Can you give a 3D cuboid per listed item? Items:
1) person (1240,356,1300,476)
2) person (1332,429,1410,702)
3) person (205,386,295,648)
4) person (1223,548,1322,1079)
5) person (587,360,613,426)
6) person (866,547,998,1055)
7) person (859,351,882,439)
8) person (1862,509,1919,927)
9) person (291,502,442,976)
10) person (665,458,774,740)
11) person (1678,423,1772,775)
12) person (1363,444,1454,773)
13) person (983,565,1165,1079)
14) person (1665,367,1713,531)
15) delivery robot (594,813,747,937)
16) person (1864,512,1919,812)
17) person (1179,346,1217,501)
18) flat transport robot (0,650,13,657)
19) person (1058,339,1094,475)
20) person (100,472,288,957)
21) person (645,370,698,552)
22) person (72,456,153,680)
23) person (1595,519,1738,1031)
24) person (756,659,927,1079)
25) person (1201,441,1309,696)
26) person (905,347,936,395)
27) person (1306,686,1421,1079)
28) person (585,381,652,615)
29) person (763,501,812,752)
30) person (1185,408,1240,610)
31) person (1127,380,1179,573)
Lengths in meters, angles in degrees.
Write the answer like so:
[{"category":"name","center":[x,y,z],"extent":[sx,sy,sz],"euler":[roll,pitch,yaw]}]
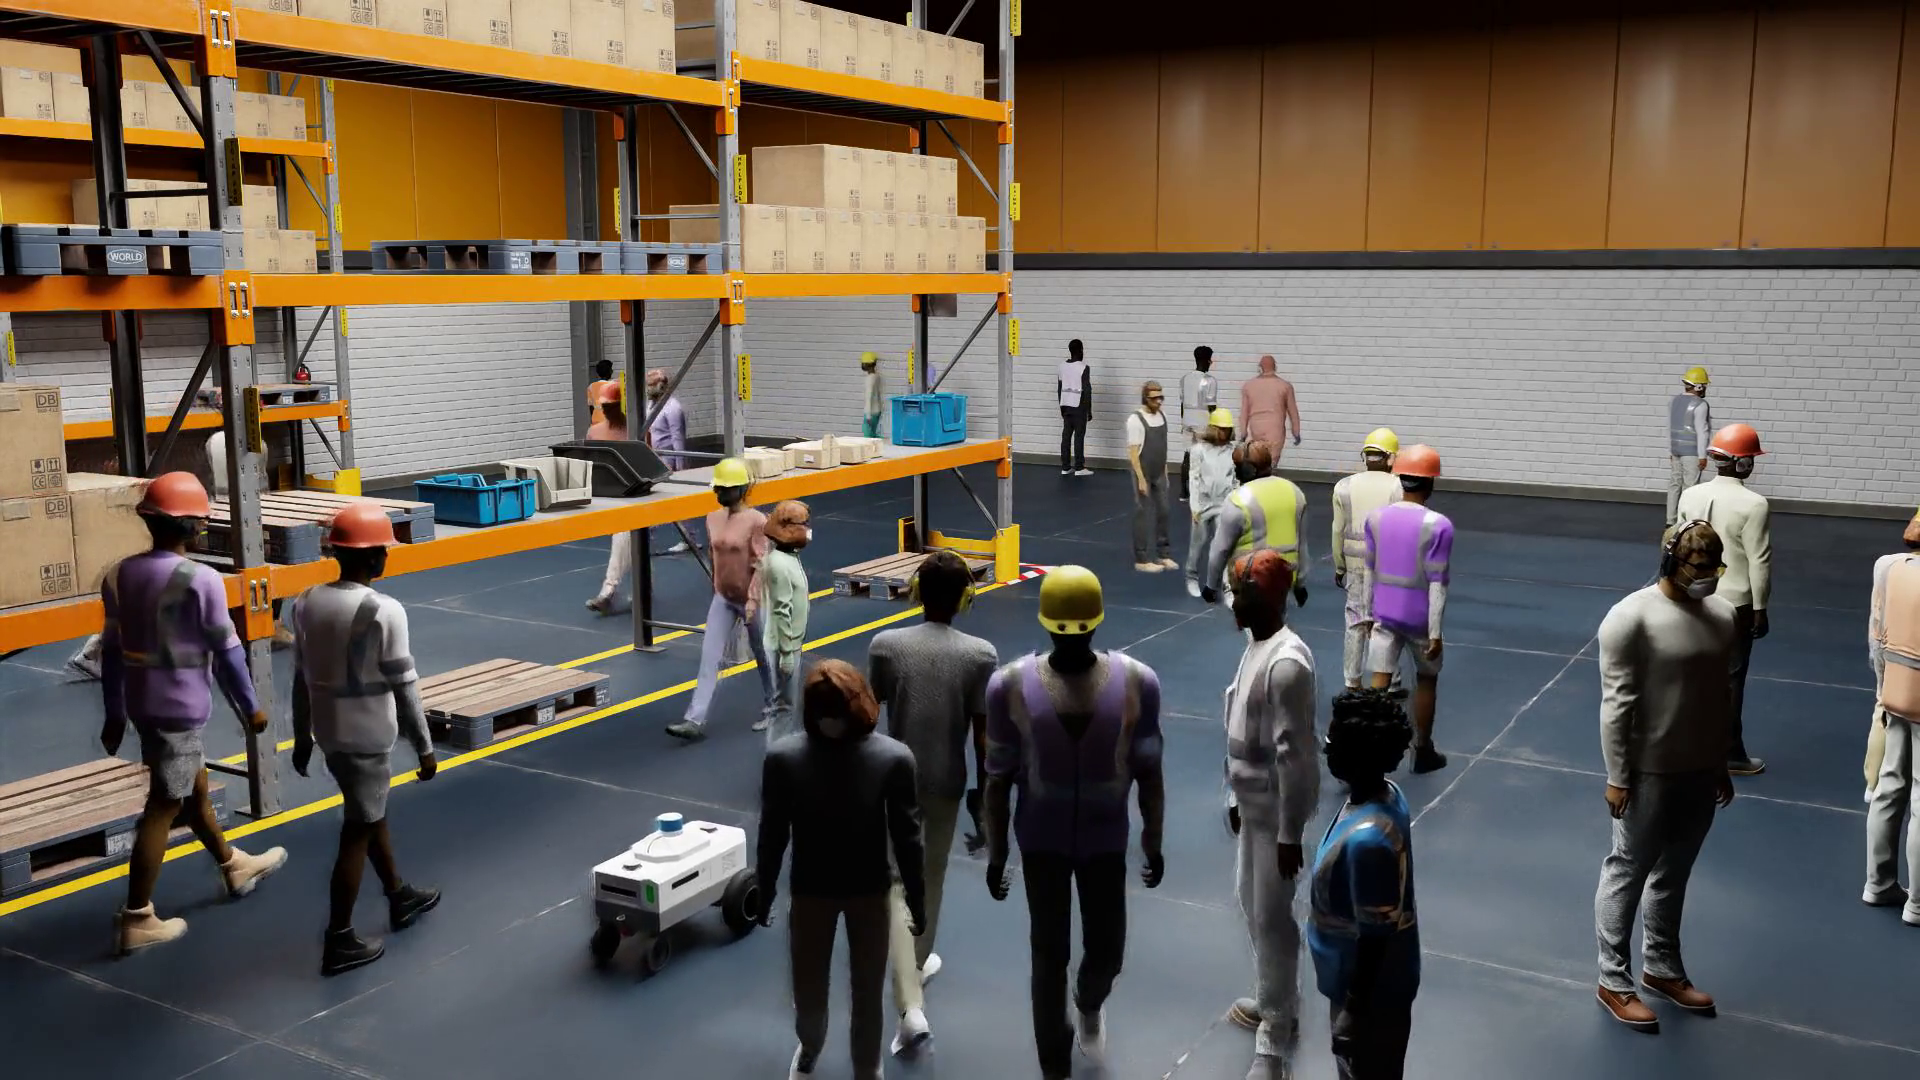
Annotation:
[{"category":"person","center":[3.781,-1.312,20.246],"extent":[0.666,1.836,1.026],"euler":[6,11,32]},{"category":"person","center":[2.760,0.175,11.013],"extent":[0.588,1.822,0.403],"euler":[6,11,32]},{"category":"person","center":[-5.294,-0.156,12.477],"extent":[0.609,2.022,0.690],"euler":[4,10,24]},{"category":"person","center":[1.124,0.980,5.899],"extent":[0.338,1.865,0.800],"euler":[0,9,-2]},{"category":"person","center":[-4.721,-1.555,22.195],"extent":[0.533,1.697,0.319],"euler":[5,10,28]},{"category":"person","center":[-0.163,0.948,6.235],"extent":[0.602,1.817,0.948],"euler":[1,9,4]},{"category":"person","center":[-1.207,-1.817,23.651],"extent":[0.530,1.751,0.540],"euler":[3,9,15]},{"category":"person","center":[4.229,0.724,7.258],"extent":[0.367,1.927,0.587],"euler":[-1,9,-9]},{"category":"person","center":[-2.407,0.785,6.939],"extent":[0.584,1.898,0.873],"euler":[5,10,28]},{"category":"person","center":[-1.395,0.374,10.079],"extent":[0.534,1.720,0.919],"euler":[6,11,31]},{"category":"person","center":[4.352,0.333,9.481],"extent":[0.379,1.996,0.611],"euler":[-4,10,-25]},{"category":"person","center":[2.440,0.419,9.251],"extent":[0.554,1.909,0.884],"euler":[9,13,44]},{"category":"person","center":[0.389,0.996,5.634],"extent":[0.636,1.900,0.583],"euler":[0,9,-1]},{"category":"person","center":[7.948,-0.968,18.108],"extent":[0.403,1.831,0.595],"euler":[-2,9,-11]},{"category":"delivery robot","center":[-1.218,1.398,7.026],"extent":[0.477,0.478,0.707],"euler":[5,10,28]},{"category":"person","center":[5.055,0.629,8.788],"extent":[0.270,1.627,0.502],"euler":[-8,12,-40]},{"category":"person","center":[2.961,-1.431,20.615],"extent":[0.372,1.958,0.607],"euler":[-7,11,-35]},{"category":"flat transport robot","center":[-7.747,0.742,12.297],"extent":[1.431,0.197,0.652],"euler":[-1,9,-5]},{"category":"person","center":[1.621,-1.864,23.455],"extent":[0.388,1.913,0.588],"euler":[-9,13,-43]},{"category":"person","center":[-3.297,0.704,7.164],"extent":[0.606,1.994,1.003],"euler":[5,10,29]},{"category":"person","center":[-3.075,-0.768,16.764],"extent":[0.965,1.863,0.645],"euler":[-4,10,-26]},{"category":"person","center":[-5.791,0.188,11.609],"extent":[0.791,1.604,0.503],"euler":[-7,11,-35]},{"category":"person","center":[2.689,0.872,6.316],"extent":[0.628,1.935,0.373],"euler":[-4,10,-25]},{"category":"person","center":[-0.389,1.162,5.471],"extent":[0.548,1.616,0.450],"euler":[-1,9,-9]},{"category":"person","center":[1.820,0.273,10.460],"extent":[0.640,1.803,0.841],"euler":[-6,11,-35]},{"category":"person","center":[-0.597,-1.943,24.025],"extent":[0.627,1.888,0.501],"euler":[8,12,40]},{"category":"person","center":[1.136,1.247,4.705],"extent":[0.321,1.697,0.530],"euler":[3,9,15]},{"category":"person","center":[-2.922,-0.369,14.050],"extent":[0.639,1.935,1.044],"euler":[4,10,22]},{"category":"person","center":[-0.929,0.598,8.998],"extent":[0.297,1.625,0.544],"euler":[0,9,-2]},{"category":"person","center":[2.177,-0.300,14.346],"extent":[0.489,1.702,0.875],"euler":[-1,9,-8]},{"category":"person","center":[1.822,-0.607,15.844],"extent":[0.523,1.837,0.388],"euler":[-7,11,-37]}]
